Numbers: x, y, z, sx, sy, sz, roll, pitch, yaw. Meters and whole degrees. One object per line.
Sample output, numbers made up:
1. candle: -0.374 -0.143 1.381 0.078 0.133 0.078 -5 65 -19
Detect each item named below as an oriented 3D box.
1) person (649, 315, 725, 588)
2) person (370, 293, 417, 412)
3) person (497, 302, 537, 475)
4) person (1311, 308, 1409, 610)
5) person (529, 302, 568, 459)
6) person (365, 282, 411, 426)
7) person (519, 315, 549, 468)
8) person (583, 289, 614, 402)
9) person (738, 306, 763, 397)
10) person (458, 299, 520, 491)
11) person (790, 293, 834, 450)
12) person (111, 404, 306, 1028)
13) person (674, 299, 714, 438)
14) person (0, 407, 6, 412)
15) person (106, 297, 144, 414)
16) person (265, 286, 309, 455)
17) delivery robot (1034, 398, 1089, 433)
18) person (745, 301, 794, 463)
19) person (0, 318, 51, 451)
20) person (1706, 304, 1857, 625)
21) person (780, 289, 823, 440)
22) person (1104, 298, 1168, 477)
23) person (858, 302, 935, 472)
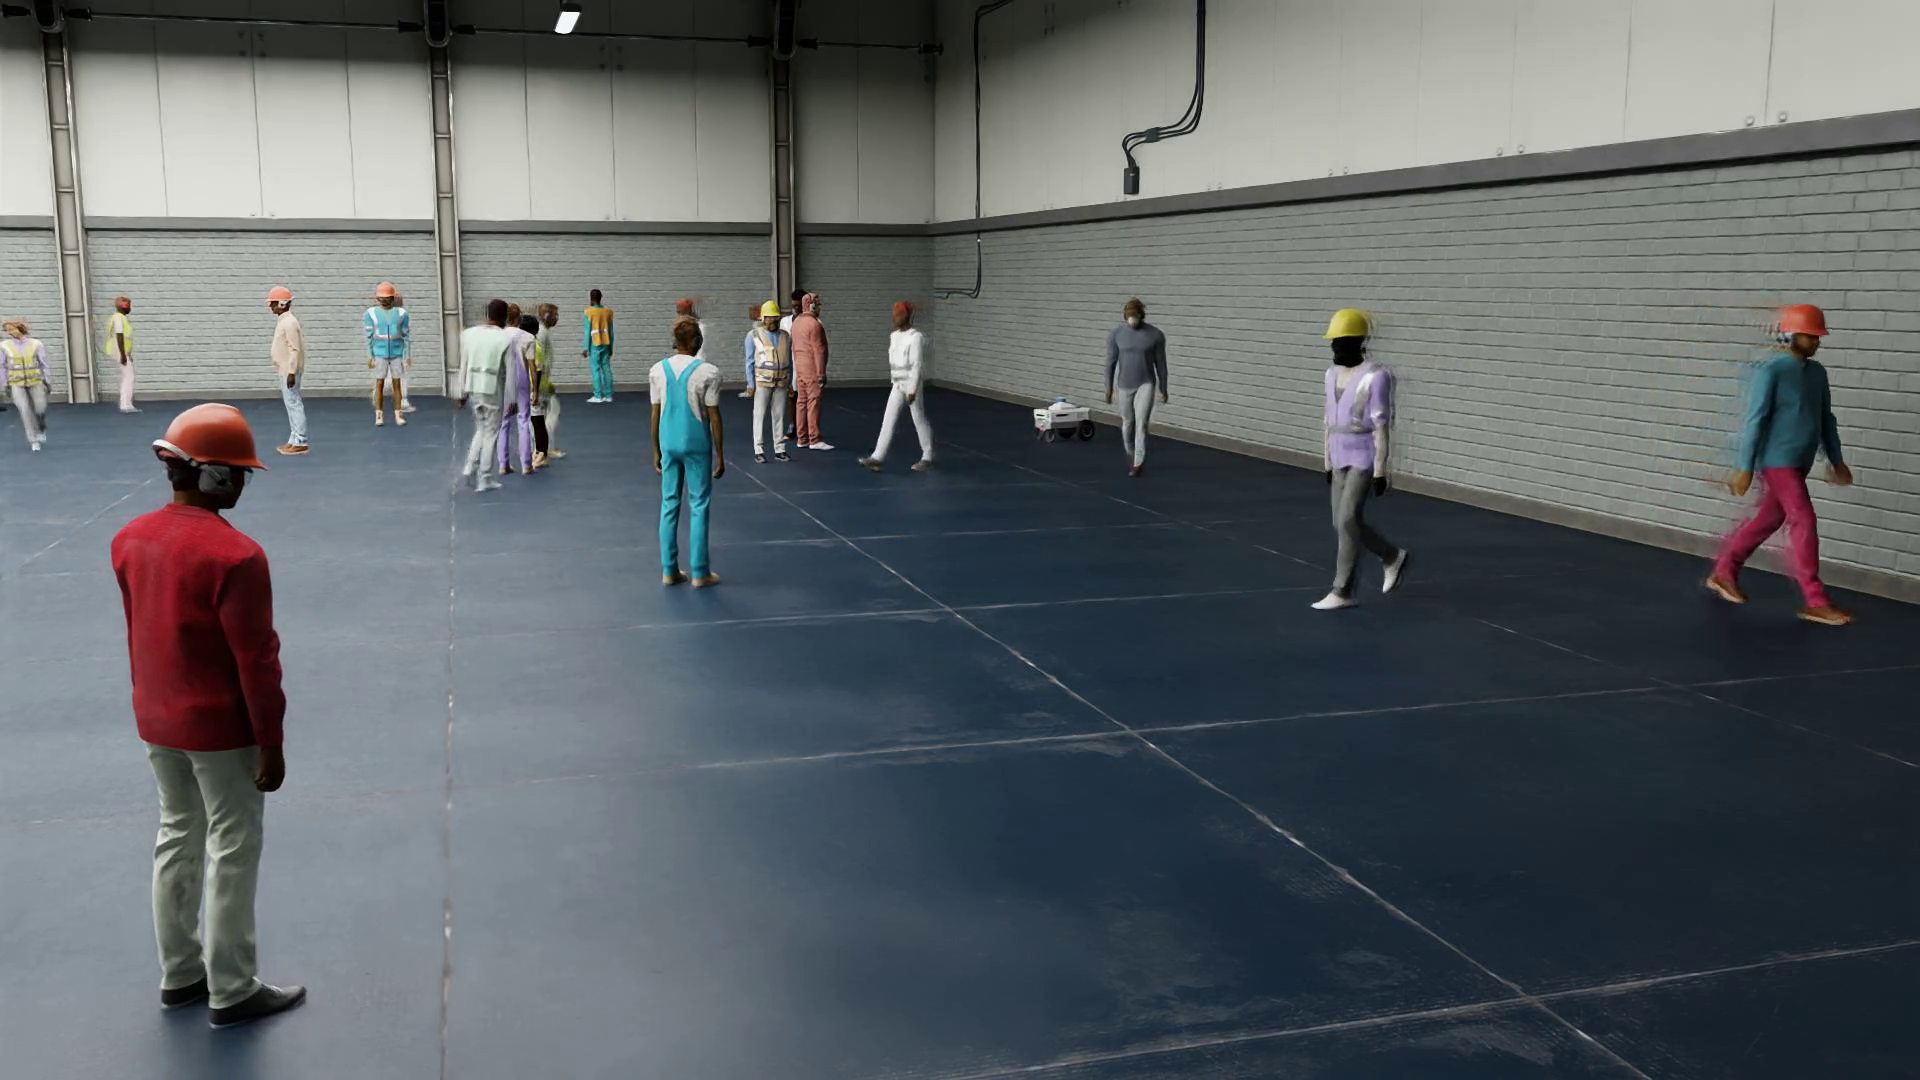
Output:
1. person: -1.834 -0.585 11.202 0.511 1.837 0.353 2 9 14
2. person: -8.867 -2.917 25.981 0.602 1.863 0.593 2 9 11
3. person: -4.744 -1.602 17.697 0.501 1.838 0.341 0 9 -3
4. person: 2.566 -0.513 10.537 0.736 1.906 0.595 -4 10 -22
5. person: -4.769 -1.818 19.134 0.643 1.810 0.529 -3 9 -16
6. person: -8.099 -2.627 23.580 0.605 2.038 0.394 -4 10 -25
7. person: -4.705 -1.636 18.351 0.319 1.692 0.533 -3 10 -21
8. person: -6.111 -3.286 28.168 0.371 1.915 0.597 8 12 40
9. person: -3.641 -3.268 28.985 0.670 1.608 0.523 0 9 -2
10. person: -4.631 -1.423 16.370 0.633 1.886 0.460 4 10 22
11. person: -1.804 -2.052 20.326 0.410 1.908 0.643 -6 11 -34
12. person: -2.079 0.489 4.653 0.574 1.738 0.353 5 10 28
13. person: -3.508 -2.178 21.372 0.589 1.827 1.025 7 11 36
14. person: -15.282 -2.964 26.047 0.550 1.937 0.357 5 10 31
15. person: -12.941 -2.854 25.764 0.516 1.810 0.656 -3 9 -20
16. person: -7.996 -2.007 19.758 0.397 1.992 0.621 -5 10 -28
17. delivery robot: 1.304 -1.587 21.358 0.707 0.478 0.477 -6 11 -34
18. person: -2.148 -1.795 18.920 0.590 1.833 0.404 -6 11 -32
19. person: -11.379 -1.894 20.248 0.543 1.610 0.545 -6 11 -32
20. person: 5.127 -0.500 10.350 0.620 1.937 1.069 -6 11 -35
21. person: -2.053 -2.260 21.501 0.609 1.955 0.382 3 9 19
22. person: 1.892 -1.652 17.851 0.670 1.899 0.893 2 9 11
23. person: -0.640 -1.635 17.898 0.968 1.826 0.602 -7 11 -37
